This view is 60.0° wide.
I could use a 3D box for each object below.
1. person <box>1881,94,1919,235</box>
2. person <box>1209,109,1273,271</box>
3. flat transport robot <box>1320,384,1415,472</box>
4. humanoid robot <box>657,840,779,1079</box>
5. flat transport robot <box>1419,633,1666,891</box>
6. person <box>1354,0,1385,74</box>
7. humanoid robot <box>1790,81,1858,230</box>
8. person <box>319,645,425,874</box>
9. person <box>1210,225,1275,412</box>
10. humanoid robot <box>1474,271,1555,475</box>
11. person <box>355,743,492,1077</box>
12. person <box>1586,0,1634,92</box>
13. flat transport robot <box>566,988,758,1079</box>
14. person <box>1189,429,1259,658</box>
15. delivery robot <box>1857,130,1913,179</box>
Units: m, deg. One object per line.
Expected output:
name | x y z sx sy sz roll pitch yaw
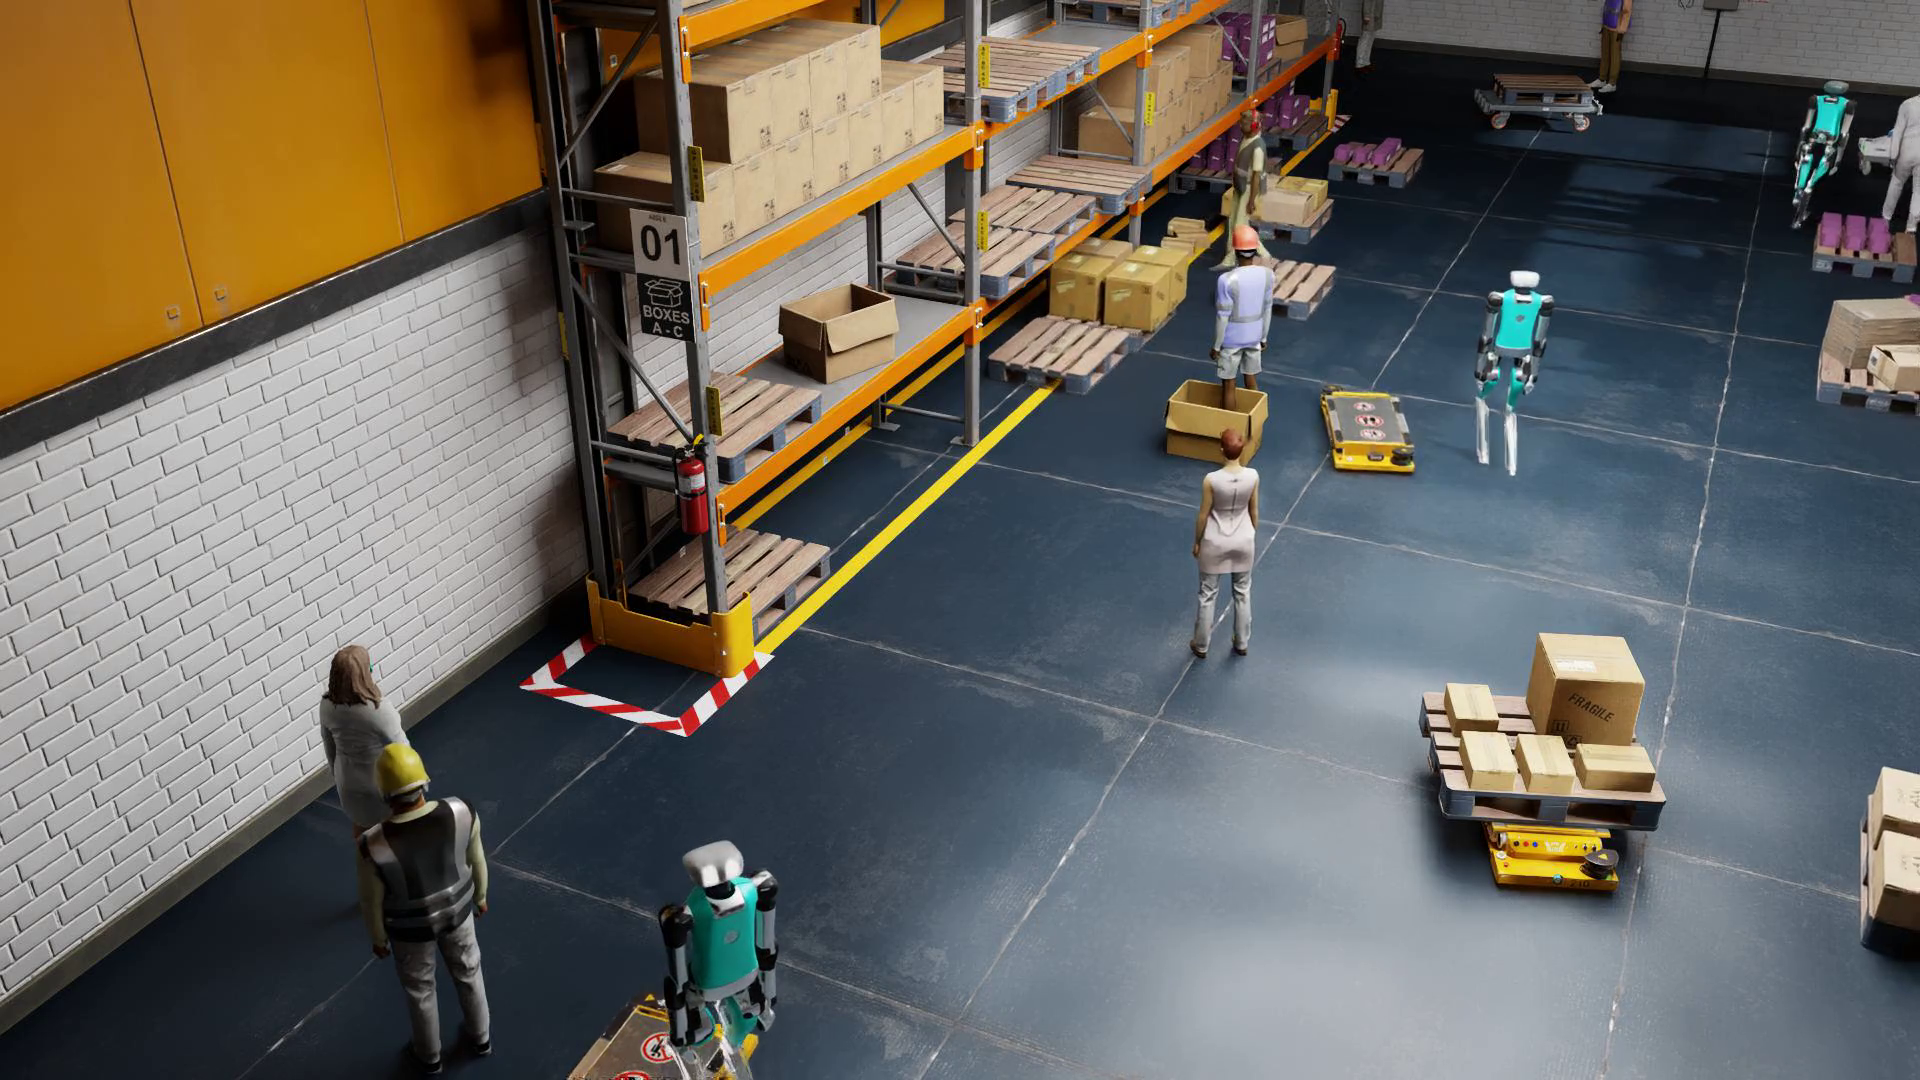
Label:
person | 11.235 -4.553 19.505 0.652 1.858 1.007 10 30 18
person | 3.108 -3.780 18.091 0.613 1.834 0.584 -3 28 -6
flat transport robot | 3.551 -0.981 14.547 0.659 0.231 1.431 3 28 5
humanoid robot | -1.134 2.031 7.442 0.541 1.829 0.665 -18 33 -30
flat transport robot | 3.405 1.537 9.878 0.659 0.231 1.431 3 28 5
person | 6.659 -8.481 26.809 0.365 1.831 0.507 22 36 35
humanoid robot | 9.949 -4.420 19.406 0.534 1.746 1.015 23 36 36
person | -3.111 1.284 8.881 0.481 1.659 0.339 5 29 9
person | 2.376 -1.730 14.183 0.548 1.933 0.371 -11 30 -20
humanoid robot | 4.528 -1.447 13.857 0.542 1.792 0.696 4 29 7
person | -2.506 1.750 7.854 0.593 1.820 0.403 -20 34 -33
person | 10.096 -7.909 25.643 0.419 1.928 0.540 -5 29 -9
flat transport robot | -1.557 2.694 7.732 0.659 0.231 1.431 10 30 19
person | 1.796 0.031 11.216 0.437 1.651 0.297 -4 29 -8
delivery robot | 12.200 -5.059 21.815 0.773 0.601 0.500 9 30 17
